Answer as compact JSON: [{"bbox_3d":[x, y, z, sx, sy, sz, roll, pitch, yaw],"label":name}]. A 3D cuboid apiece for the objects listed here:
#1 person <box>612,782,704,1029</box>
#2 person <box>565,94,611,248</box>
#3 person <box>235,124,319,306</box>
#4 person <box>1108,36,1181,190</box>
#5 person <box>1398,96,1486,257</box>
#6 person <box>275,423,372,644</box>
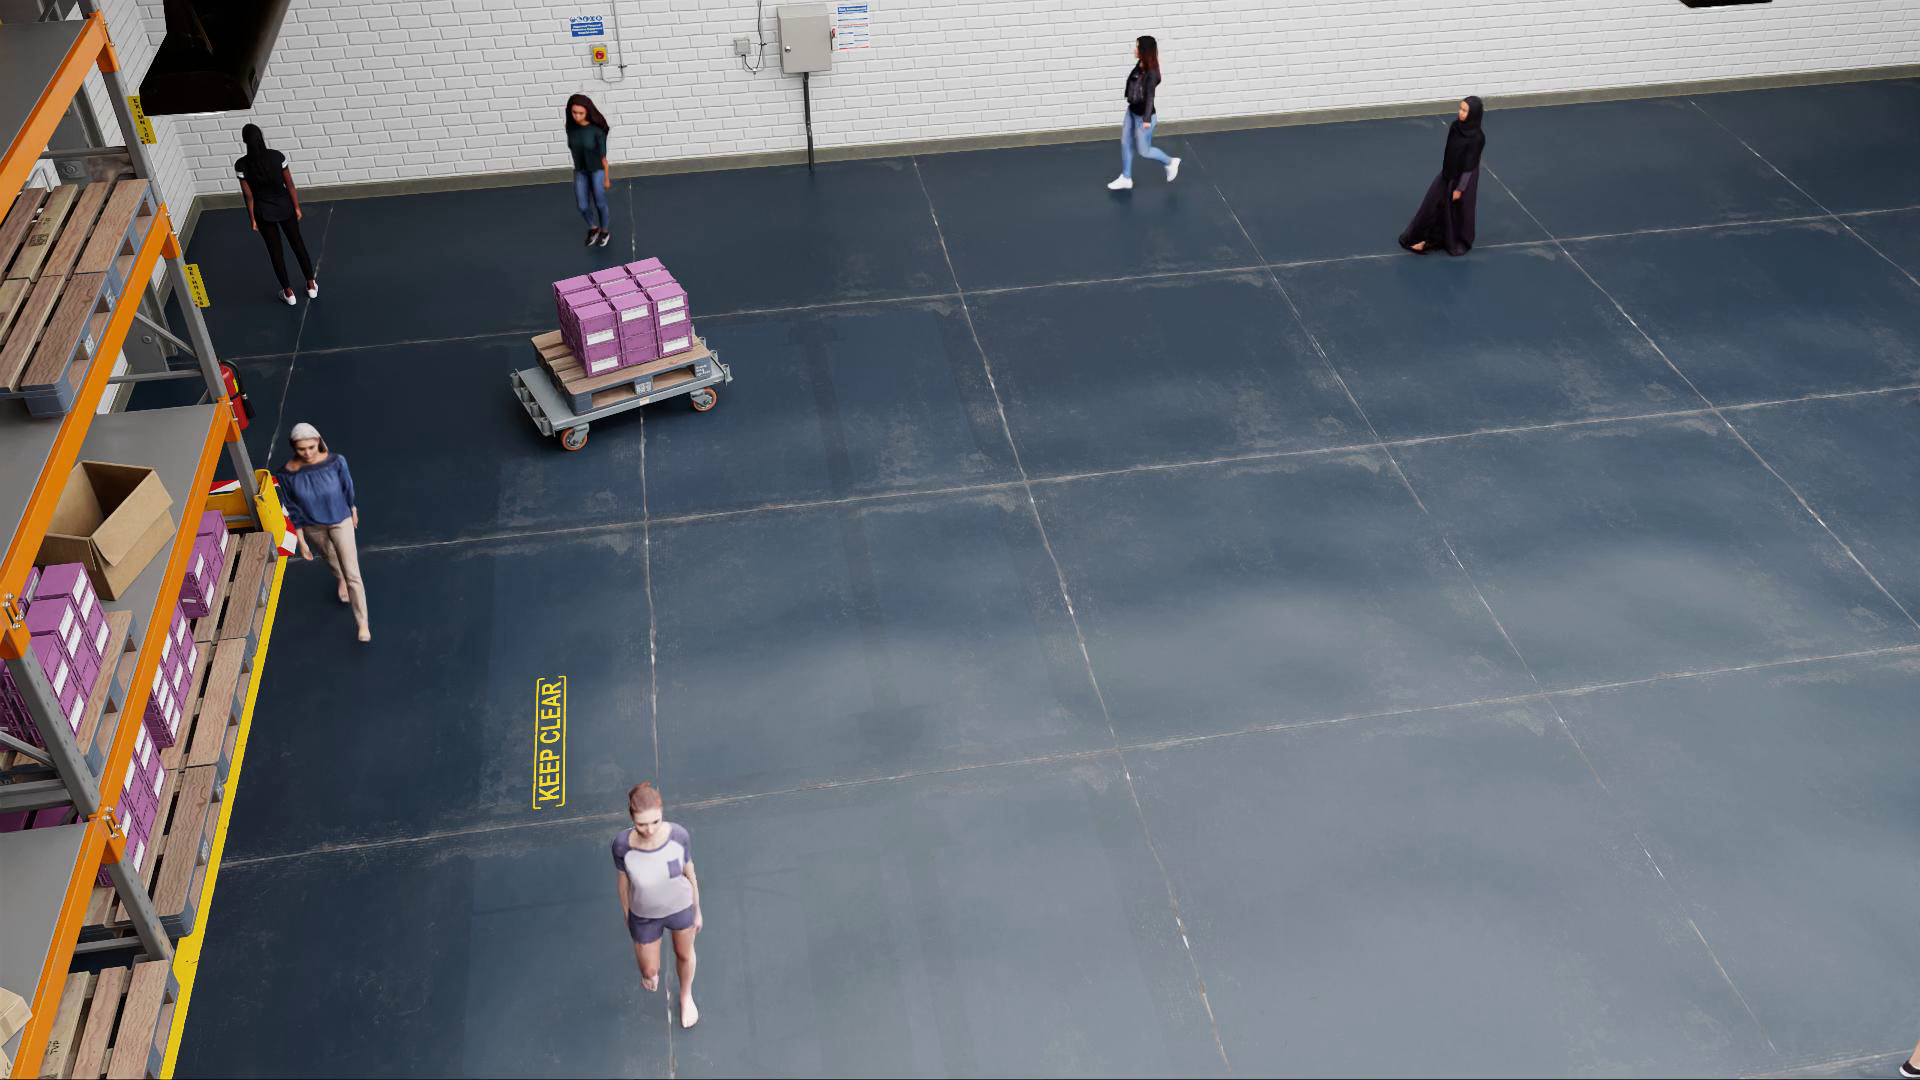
[{"bbox_3d":[-1.600,1.898,8.904,0.592,1.758,0.689,-10,40,-13],"label":"person"},{"bbox_3d":[-3.485,-3.527,15.829,0.707,1.593,0.746,12,40,15],"label":"person"},{"bbox_3d":[-6.175,-2.948,14.996,0.699,1.728,0.706,-22,44,-26],"label":"person"},{"bbox_3d":[1.893,-4.271,16.746,0.735,1.612,0.904,-8,39,-10],"label":"person"},{"bbox_3d":[4.769,-3.426,15.691,0.852,1.607,1.062,-16,41,-19],"label":"person"},{"bbox_3d":[-4.409,-0.152,11.562,0.713,1.644,1.177,-11,40,-14],"label":"person"}]
